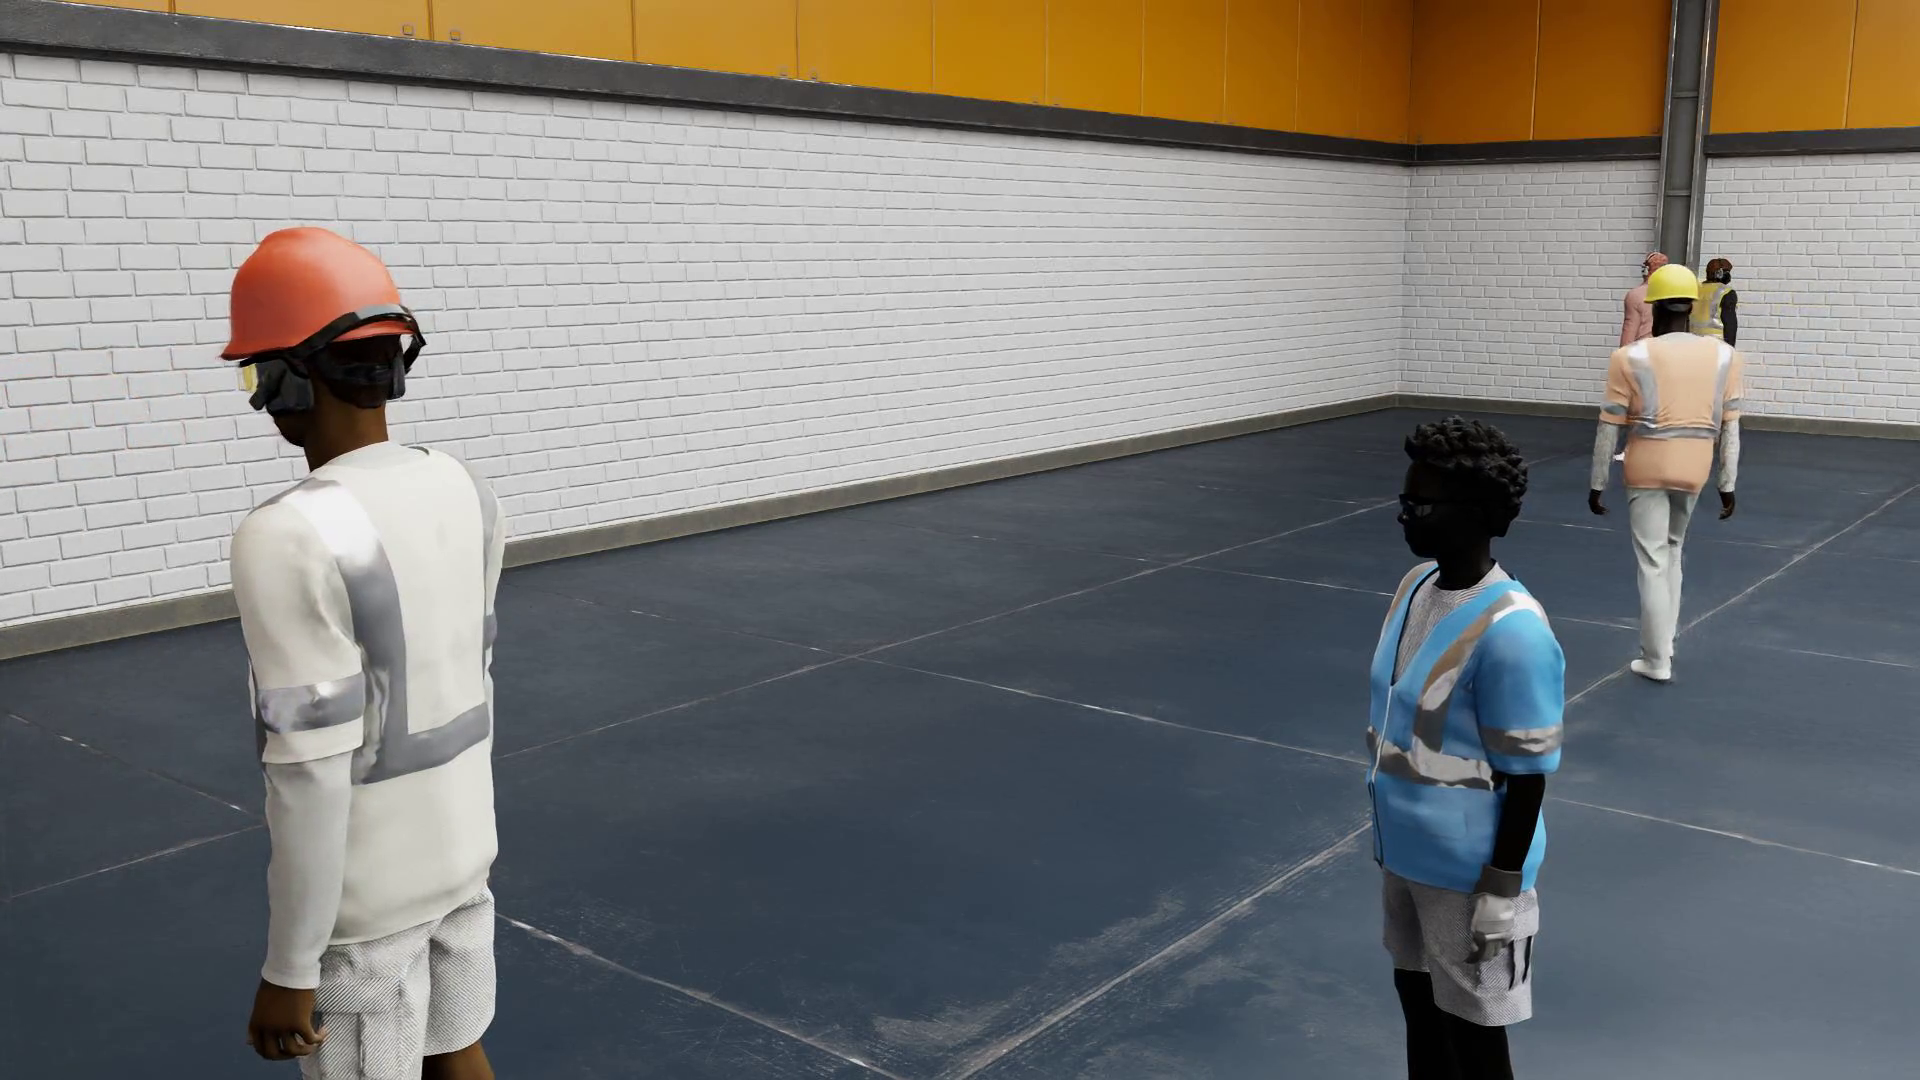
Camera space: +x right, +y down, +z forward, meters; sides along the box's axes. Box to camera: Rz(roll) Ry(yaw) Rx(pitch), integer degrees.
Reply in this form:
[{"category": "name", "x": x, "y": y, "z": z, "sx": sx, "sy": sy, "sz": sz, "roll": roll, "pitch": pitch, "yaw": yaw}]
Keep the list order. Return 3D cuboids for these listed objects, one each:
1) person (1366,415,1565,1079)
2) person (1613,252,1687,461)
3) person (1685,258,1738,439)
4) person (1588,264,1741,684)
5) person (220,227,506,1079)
[{"category": "person", "x": 0.939, "y": 0.608, "z": 3.215, "sx": 0.315, "sy": 1.695, "sz": 0.541, "roll": -2, "pitch": 10, "yaw": -9}, {"category": "person", "x": 6.285, "y": -1.658, "z": 15.188, "sx": 0.638, "sy": 1.910, "sz": 0.407, "roll": -2, "pitch": 11, "yaw": -13}, {"category": "person", "x": 7.681, "y": -1.951, "z": 17.006, "sx": 0.430, "sy": 1.840, "sz": 0.623, "roll": -4, "pitch": 11, "yaw": -20}, {"category": "person", "x": 3.224, "y": -0.312, "z": 7.711, "sx": 0.620, "sy": 1.905, "sz": 0.610, "roll": -1, "pitch": 10, "yaw": -3}, {"category": "person", "x": -0.951, "y": 0.534, "z": 2.671, "sx": 0.392, "sy": 2.039, "sz": 0.612, "roll": 2, "pitch": 10, "yaw": 11}]
